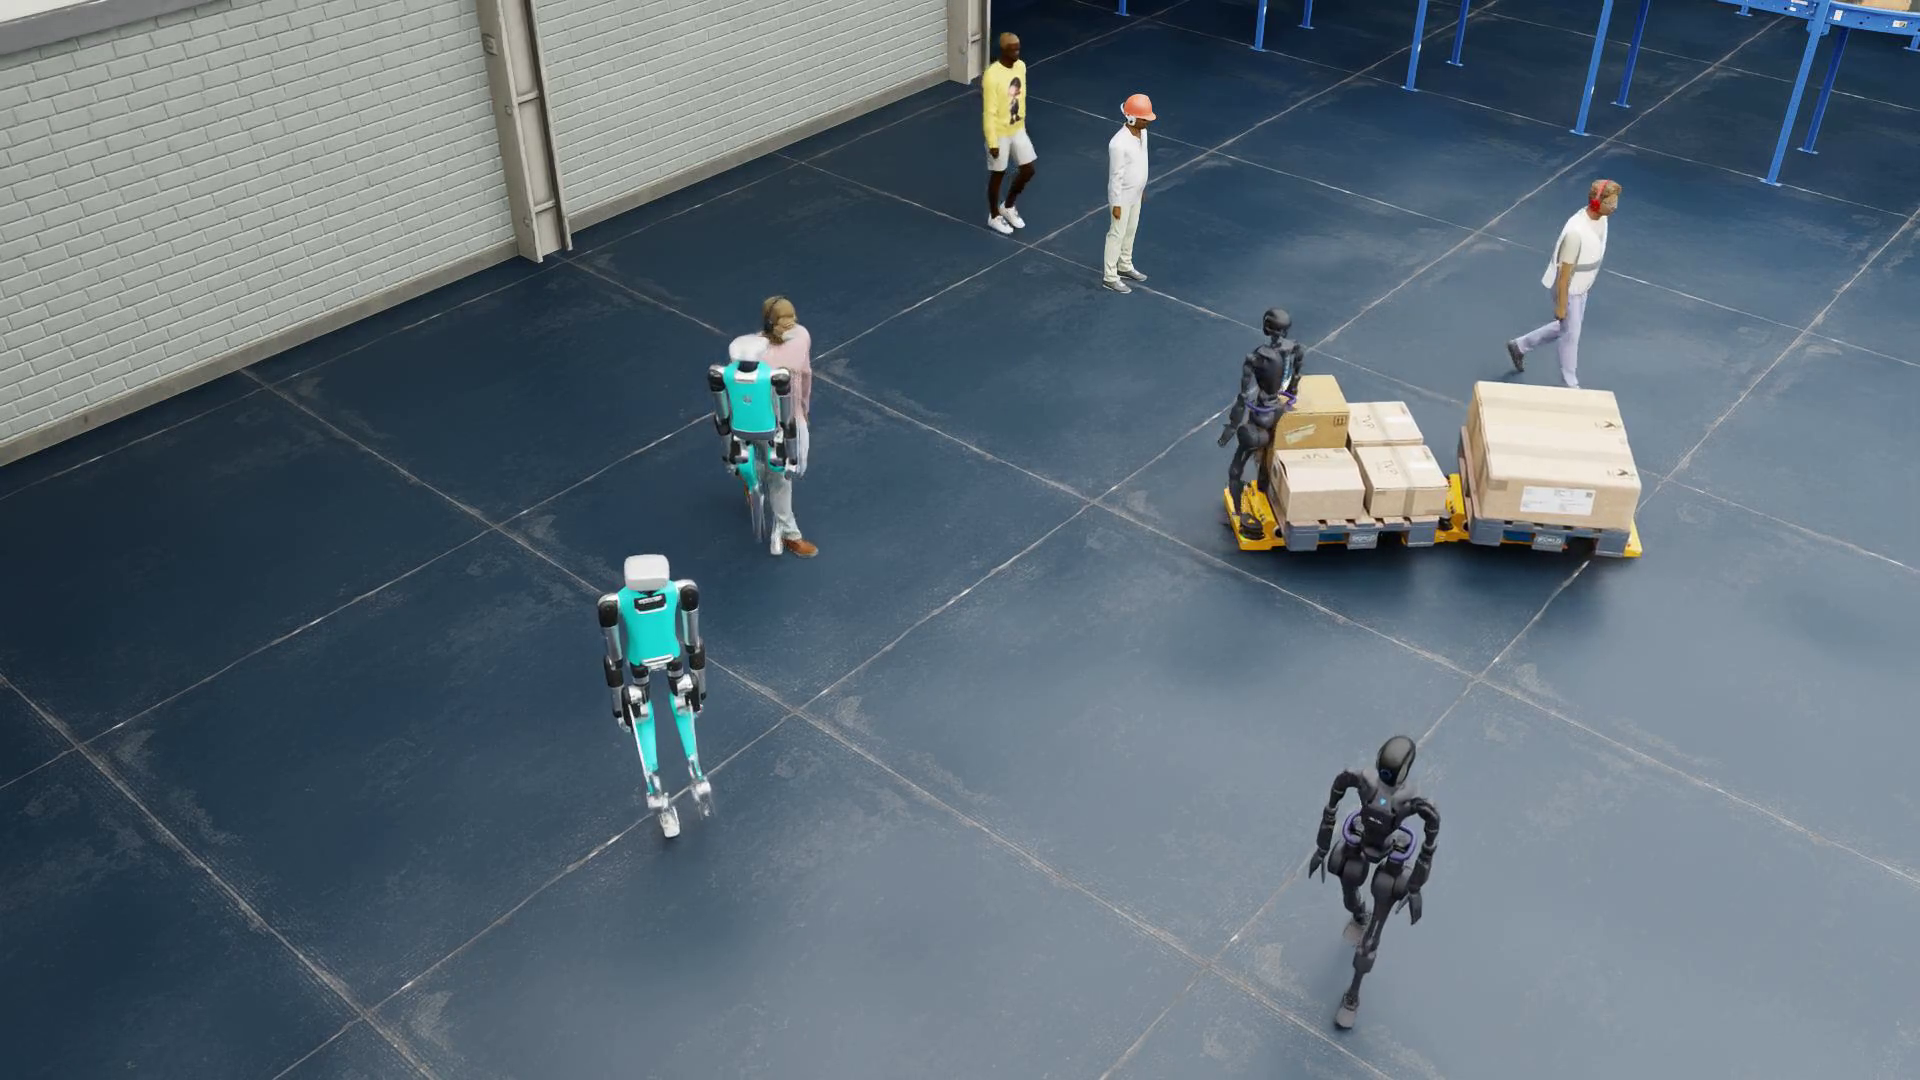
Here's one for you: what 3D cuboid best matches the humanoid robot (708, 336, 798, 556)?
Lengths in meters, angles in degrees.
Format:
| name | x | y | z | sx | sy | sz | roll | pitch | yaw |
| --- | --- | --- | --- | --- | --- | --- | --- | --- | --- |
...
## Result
| name | x | y | z | sx | sy | sz | roll | pitch | yaw |
| --- | --- | --- | --- | --- | --- | --- | --- | --- | --- |
| humanoid robot | -1.292 | -0.607 | 11.061 | 0.534 | 1.887 | 0.745 | 4 | 36 | 6 |

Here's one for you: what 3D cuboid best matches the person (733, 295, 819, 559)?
| name | x | y | z | sx | sy | sz | roll | pitch | yaw |
| --- | --- | --- | --- | --- | --- | --- | --- | --- | --- |
| person | -1.264 | -0.815 | 11.115 | 0.765 | 1.912 | 0.641 | 27 | 43 | 32 |

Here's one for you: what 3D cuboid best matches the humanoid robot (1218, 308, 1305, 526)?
| name | x | y | z | sx | sy | sz | roll | pitch | yaw |
| --- | --- | --- | --- | --- | --- | --- | --- | --- | --- |
| humanoid robot | 2.065 | -0.826 | 11.332 | 0.599 | 1.645 | 0.336 | -20 | 40 | -26 |

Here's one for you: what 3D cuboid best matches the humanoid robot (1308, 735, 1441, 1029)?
| name | x | y | z | sx | sy | sz | roll | pitch | yaw |
| --- | --- | --- | --- | --- | --- | --- | --- | --- | --- |
| humanoid robot | 1.990 | 1.548 | 8.042 | 0.586 | 1.621 | 0.791 | 18 | 39 | 23 |

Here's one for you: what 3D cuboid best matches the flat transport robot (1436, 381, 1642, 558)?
| name | x | y | z | sx | sy | sz | roll | pitch | yaw |
| --- | --- | --- | --- | --- | --- | --- | --- | --- | --- |
| flat transport robot | 3.991 | -0.196 | 11.662 | 1.431 | 0.231 | 0.659 | 5 | 36 | 8 |

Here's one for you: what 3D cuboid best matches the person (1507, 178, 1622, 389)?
| name | x | y | z | sx | sy | sz | roll | pitch | yaw |
| --- | --- | --- | --- | --- | --- | --- | --- | --- | --- |
| person | 4.689 | -1.936 | 12.773 | 0.748 | 1.818 | 0.586 | 24 | 42 | 30 |

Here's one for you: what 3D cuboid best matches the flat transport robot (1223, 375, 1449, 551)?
| name | x | y | z | sx | sy | sz | roll | pitch | yaw |
| --- | --- | --- | --- | --- | --- | --- | --- | --- | --- |
| flat transport robot | 2.621 | -0.208 | 11.679 | 1.431 | 0.231 | 0.659 | -2 | 36 | -3 |

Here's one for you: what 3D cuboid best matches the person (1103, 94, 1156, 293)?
| name | x | y | z | sx | sy | sz | roll | pitch | yaw |
| --- | --- | --- | --- | --- | --- | --- | --- | --- | --- |
| person | 1.467 | -2.988 | 14.312 | 0.347 | 1.743 | 0.561 | 19 | 40 | 25 |

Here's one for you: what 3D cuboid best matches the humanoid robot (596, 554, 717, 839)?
| name | x | y | z | sx | sy | sz | roll | pitch | yaw |
| --- | --- | --- | --- | --- | --- | --- | --- | --- | --- |
| humanoid robot | -1.546 | 0.965 | 8.801 | 0.540 | 1.831 | 0.660 | -12 | 37 | -17 |

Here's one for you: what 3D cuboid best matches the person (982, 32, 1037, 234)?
| name | x | y | z | sx | sy | sz | roll | pitch | yaw |
| --- | --- | --- | --- | --- | --- | --- | --- | --- | --- |
| person | 0.451 | -3.694 | 15.179 | 0.558 | 1.883 | 0.501 | -27 | 44 | -33 |
